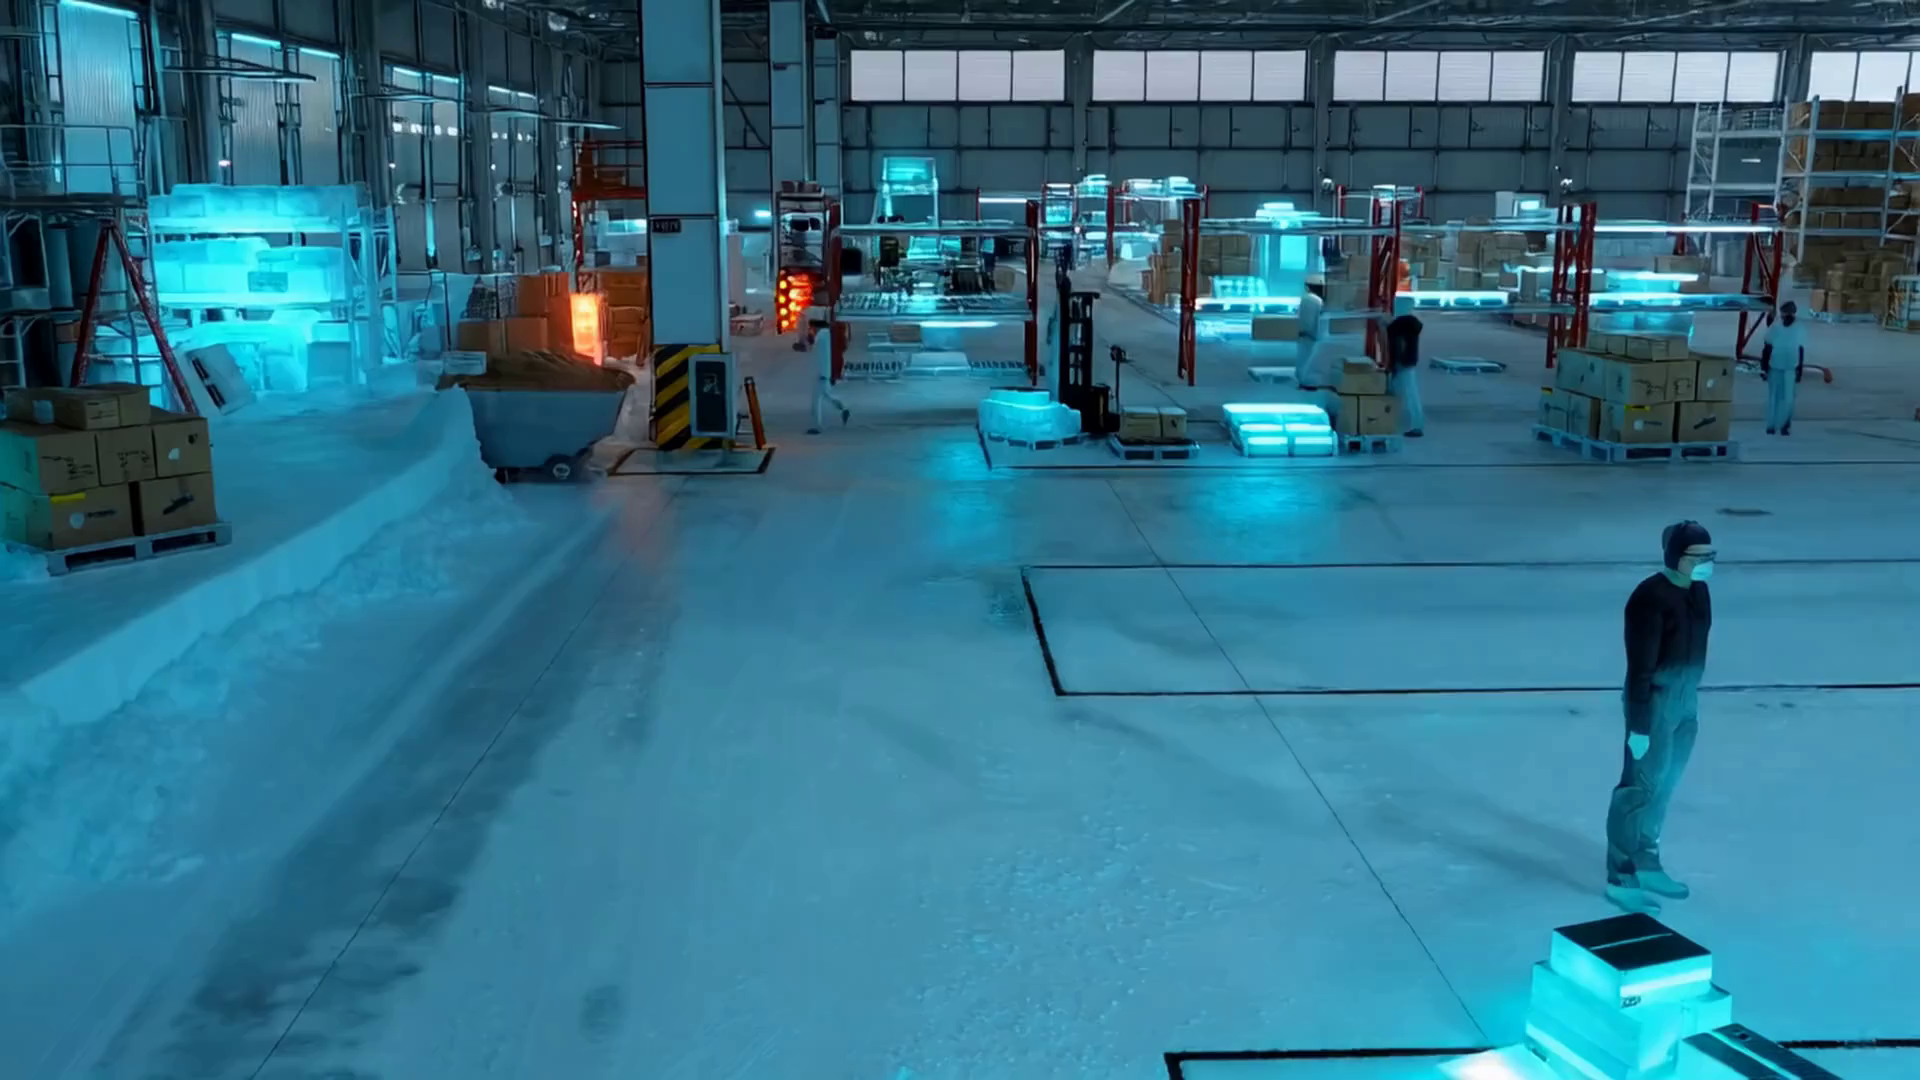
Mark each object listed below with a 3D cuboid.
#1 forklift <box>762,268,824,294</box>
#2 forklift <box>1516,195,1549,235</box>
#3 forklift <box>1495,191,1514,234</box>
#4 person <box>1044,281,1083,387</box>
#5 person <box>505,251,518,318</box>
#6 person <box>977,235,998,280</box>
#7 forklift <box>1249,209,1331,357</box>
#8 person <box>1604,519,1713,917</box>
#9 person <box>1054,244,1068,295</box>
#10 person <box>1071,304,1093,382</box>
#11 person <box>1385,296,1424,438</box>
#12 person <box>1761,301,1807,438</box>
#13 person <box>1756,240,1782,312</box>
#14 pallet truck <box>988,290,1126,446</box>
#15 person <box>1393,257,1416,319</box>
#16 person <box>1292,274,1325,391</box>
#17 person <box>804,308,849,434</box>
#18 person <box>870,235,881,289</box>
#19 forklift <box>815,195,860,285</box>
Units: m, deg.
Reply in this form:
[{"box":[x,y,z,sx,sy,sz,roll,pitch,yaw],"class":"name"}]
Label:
[{"box":[-4.846,-8.616,48.621,1.873,2.768,1.129,0,12,-2],"class":"forklift"},{"box":[18.517,-9.808,54.003,1.129,2.768,1.873,-1,13,-3],"class":"forklift"},{"box":[20.535,-11.778,62.898,1.873,2.768,1.129,0,12,-2],"class":"forklift"},{"box":[1.717,-3.384,27.499,0.664,1.783,0.981,1,13,4],"class":"person"},{"box":[-10.982,-6.247,40.774,0.314,1.634,0.515,-8,15,-33],"class":"person"},{"box":[0.827,-8.631,50.930,0.562,1.892,0.948,6,14,24],"class":"person"},{"box":[6.522,-5.084,32.677,1.129,2.768,1.873,7,14,29],"class":"forklift"},{"box":[3.405,0.841,8.065,0.635,1.937,0.354,-11,17,-42],"class":"person"},{"box":[2.469,-6.257,40.359,0.341,1.839,0.501,4,13,19],"class":"person"},{"box":[1.756,-2.574,24.059,0.323,1.688,0.530,-1,13,-5],"class":"person"},{"box":[5.991,-2.366,22.662,0.654,1.878,1.032,-6,14,-25],"class":"person"},{"box":[11.093,-2.290,22.432,0.493,1.833,0.912,6,14,25],"class":"person"},{"box":[20.883,-6.808,42.831,0.833,1.844,0.544,-8,15,-34],"class":"person"},{"box":[1.257,-2.299,22.111,1.885,1.965,0.823,-9,15,-35],"class":"pallet truck"},{"box":[8.691,-4.585,32.642,0.391,1.910,0.584,-6,14,-27],"class":"person"},{"box":[5.718,-3.368,27.133,0.413,1.909,0.608,-1,13,-3],"class":"person"},{"box":[-1.843,-2.303,22.734,0.557,1.730,0.490,-3,13,-13],"class":"person"},{"box":[-2.602,-8.676,51.173,0.340,1.879,0.577,-3,13,-15],"class":"person"},{"box":[-4.210,-9.443,52.354,1.873,2.768,1.129,-7,14,-28],"class":"forklift"}]
